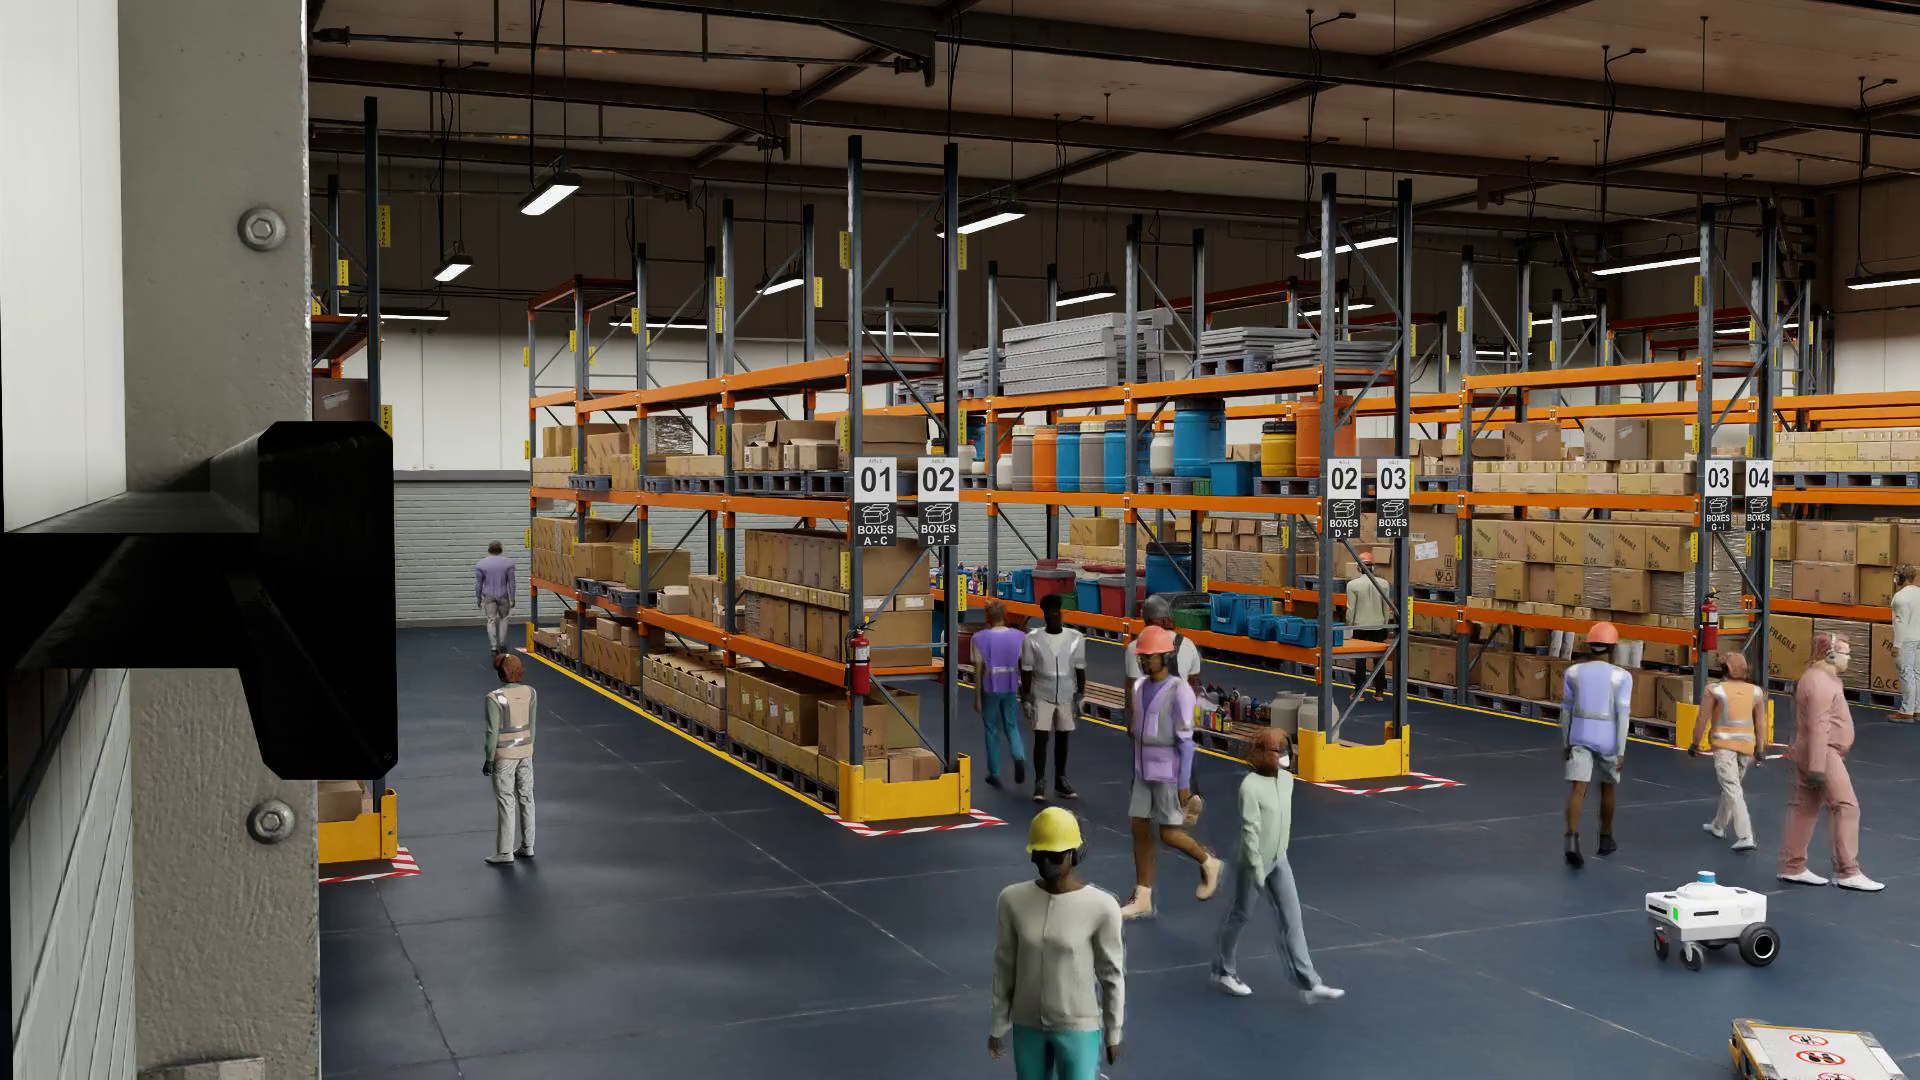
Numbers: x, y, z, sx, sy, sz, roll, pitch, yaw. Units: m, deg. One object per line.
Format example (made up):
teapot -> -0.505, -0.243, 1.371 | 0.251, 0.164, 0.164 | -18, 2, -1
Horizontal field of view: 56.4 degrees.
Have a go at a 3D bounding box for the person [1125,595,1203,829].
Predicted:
person -> 1.756, 1.485, 15.372 | 0.695, 2.000, 0.831 | -1, 2, -19

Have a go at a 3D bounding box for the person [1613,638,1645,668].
person -> 8.544, 1.276, 22.984 | 0.647, 1.826, 0.475 | -1, 2, -20

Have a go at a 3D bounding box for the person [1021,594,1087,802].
person -> 0.884, 1.471, 16.727 | 0.616, 1.934, 0.638 | 0, 2, -9

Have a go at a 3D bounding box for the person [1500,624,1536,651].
person -> 8.221, 1.262, 26.365 | 0.509, 1.584, 0.849 | -2, 3, -38

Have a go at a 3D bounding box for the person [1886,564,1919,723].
person -> 11.611, 1.261, 21.973 | 0.627, 1.941, 0.373 | -2, 3, -40

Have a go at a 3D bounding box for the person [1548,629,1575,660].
person -> 8.540, 1.159, 25.340 | 0.584, 1.882, 0.346 | -1, 2, -26

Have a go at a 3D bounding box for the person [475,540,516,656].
person -> -7.781, 0.961, 30.048 | 0.655, 1.914, 0.803 | 0, 2, -12

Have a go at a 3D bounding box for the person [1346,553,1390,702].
person -> 5.448, 1.161, 23.972 | 0.610, 1.985, 0.393 | 0, 2, -7

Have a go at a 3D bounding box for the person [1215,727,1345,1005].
person -> 1.803, 1.875, 10.337 | 0.521, 1.584, 0.847 | -2, 3, -42

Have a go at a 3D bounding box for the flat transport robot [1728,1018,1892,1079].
flat transport robot -> 4.171, 2.615, 8.630 | 0.652, 0.197, 1.431 | 1, 2, 14

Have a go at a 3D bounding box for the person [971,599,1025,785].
person -> 0.398, 1.492, 17.435 | 0.565, 1.823, 0.656 | -1, 2, -17

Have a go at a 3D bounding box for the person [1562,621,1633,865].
person -> 5.000, 1.589, 14.138 | 0.555, 1.889, 1.019 | 1, 3, 33

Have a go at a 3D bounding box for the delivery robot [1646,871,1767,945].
delivery robot -> 4.683, 2.328, 11.252 | 0.707, 0.478, 0.477 | -1, 2, -14

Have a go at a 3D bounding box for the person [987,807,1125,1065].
person -> 0.389, 1.923, 7.116 | 0.530, 1.755, 0.425 | 1, 2, 25

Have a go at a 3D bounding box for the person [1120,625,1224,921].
person -> 1.437, 1.590, 12.385 | 0.792, 2.021, 0.614 | -1, 3, -33

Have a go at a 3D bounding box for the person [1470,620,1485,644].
person -> 8.013, 1.014, 27.616 | 0.602, 2.004, 0.789 | -1, 2, -19

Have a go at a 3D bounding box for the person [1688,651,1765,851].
person -> 6.317, 1.712, 14.667 | 0.527, 1.593, 0.882 | 0, 2, -10

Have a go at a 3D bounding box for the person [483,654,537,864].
person -> -3.529, 1.711, 14.075 | 0.308, 1.640, 0.510 | 1, 3, 31

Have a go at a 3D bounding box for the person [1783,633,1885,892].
person -> 6.465, 1.625, 13.187 | 0.789, 1.877, 0.669 | 1, 2, 19
